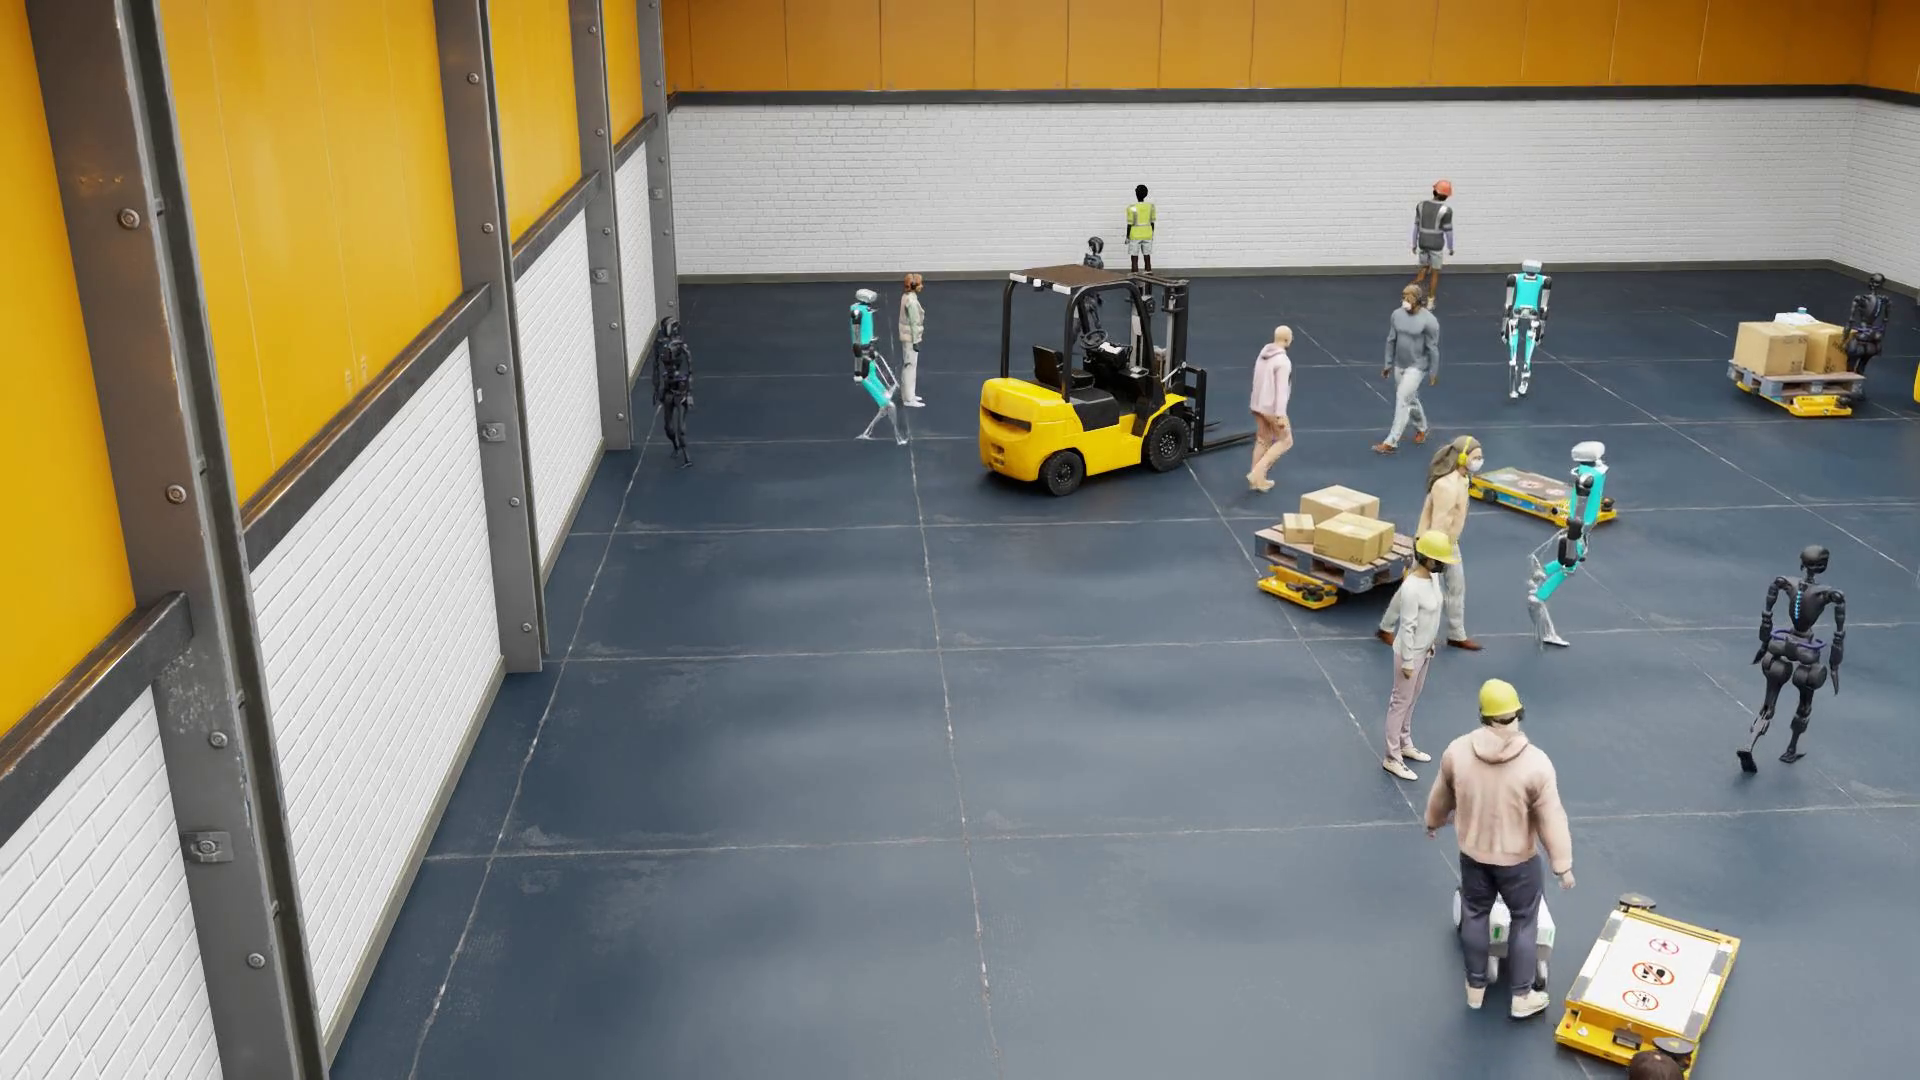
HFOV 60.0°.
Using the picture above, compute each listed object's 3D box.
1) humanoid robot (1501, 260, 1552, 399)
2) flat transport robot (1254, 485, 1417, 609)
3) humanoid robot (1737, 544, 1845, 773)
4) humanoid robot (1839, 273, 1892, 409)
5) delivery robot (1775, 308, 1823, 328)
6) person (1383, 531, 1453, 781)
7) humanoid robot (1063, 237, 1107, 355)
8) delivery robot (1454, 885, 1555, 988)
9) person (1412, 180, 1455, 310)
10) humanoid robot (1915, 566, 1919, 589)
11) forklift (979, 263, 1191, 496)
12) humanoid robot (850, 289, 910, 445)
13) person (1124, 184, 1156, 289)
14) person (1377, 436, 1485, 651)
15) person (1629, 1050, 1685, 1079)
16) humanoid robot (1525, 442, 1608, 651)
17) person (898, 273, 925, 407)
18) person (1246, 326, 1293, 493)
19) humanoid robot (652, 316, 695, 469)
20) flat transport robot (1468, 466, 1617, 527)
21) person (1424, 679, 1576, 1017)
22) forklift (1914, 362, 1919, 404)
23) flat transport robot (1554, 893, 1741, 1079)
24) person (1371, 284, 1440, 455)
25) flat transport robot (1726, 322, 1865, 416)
[{"bbox_3d":[6.901,-2.521,20.349,0.545,1.741,0.981,5,21,13],"label":"humanoid robot"},{"bbox_3d":[3.388,0.290,14.836,1.431,0.231,0.659,-15,25,-35],"label":"flat transport robot"},{"bbox_3d":[5.697,0.821,11.403,0.701,1.642,0.600,-16,25,-36],"label":"humanoid robot"},{"bbox_3d":[10.936,-2.415,20.158,0.605,1.654,0.320,-4,20,-10],"label":"humanoid robot"},{"bbox_3d":[11.705,-2.951,23.233,0.520,0.582,0.732,-4,20,-10],"label":"delivery robot"},{"bbox_3d":[3.137,0.766,11.379,0.323,1.760,0.522,12,24,30],"label":"person"},{"bbox_3d":[1.807,-3.314,22.662,0.759,1.620,0.590,7,21,19],"label":"humanoid robot"},{"bbox_3d":[3.118,2.125,9.432,0.499,0.601,0.798,2,20,6],"label":"delivery robot"},{"bbox_3d":[7.231,-4.506,25.380,0.486,2.009,0.638,-19,27,-41],"label":"person"},{"bbox_3d":[8.595,-0.265,14.387,0.537,1.903,0.732,11,23,28],"label":"humanoid robot"},{"bbox_3d":[1.315,-1.764,17.646,2.313,2.155,1.214,-14,24,-33],"label":"forklift"},{"bbox_3d":[-0.847,-1.898,18.817,0.765,1.879,0.531,5,21,13],"label":"humanoid robot"},{"bbox_3d":[2.907,-4.881,26.851,0.531,1.697,0.320,-7,21,-19],"label":"person"},{"bbox_3d":[3.815,0.023,13.342,0.845,1.816,0.580,12,23,30],"label":"person"},{"bbox_3d":[2.483,2.673,6.170,0.469,1.769,0.378,-4,21,-11],"label":"person"},{"bbox_3d":[4.760,0.079,13.356,0.671,1.854,0.552,12,23,29],"label":"humanoid robot"},{"bbox_3d":[-0.594,-2.443,20.304,0.312,1.631,0.519,-3,20,-9],"label":"person"},{"bbox_3d":[3.191,-1.332,17.109,0.453,1.749,0.578,-8,22,-21],"label":"person"},{"bbox_3d":[-3.101,-1.632,18.066,0.608,1.626,0.487,13,24,32],"label":"humanoid robot"},{"bbox_3d":[5.831,-0.441,16.829,0.659,0.231,1.431,-13,24,-31],"label":"flat transport robot"},{"bbox_3d":[2.865,1.640,8.899,0.864,1.821,0.477,15,25,36],"label":"person"},{"bbox_3d":[12.602,-2.435,19.475,2.313,2.155,1.214,-1,20,-4],"label":"forklift"},{"bbox_3d":[3.770,2.412,9.056,0.659,0.231,1.431,13,24,31],"label":"flat transport robot"},{"bbox_3d":[5.039,-1.922,18.525,0.946,1.901,0.624,-10,23,-26],"label":"person"},{"bbox_3d":[10.290,-1.808,20.554,0.659,0.231,1.431,-2,20,-5],"label":"flat transport robot"}]
